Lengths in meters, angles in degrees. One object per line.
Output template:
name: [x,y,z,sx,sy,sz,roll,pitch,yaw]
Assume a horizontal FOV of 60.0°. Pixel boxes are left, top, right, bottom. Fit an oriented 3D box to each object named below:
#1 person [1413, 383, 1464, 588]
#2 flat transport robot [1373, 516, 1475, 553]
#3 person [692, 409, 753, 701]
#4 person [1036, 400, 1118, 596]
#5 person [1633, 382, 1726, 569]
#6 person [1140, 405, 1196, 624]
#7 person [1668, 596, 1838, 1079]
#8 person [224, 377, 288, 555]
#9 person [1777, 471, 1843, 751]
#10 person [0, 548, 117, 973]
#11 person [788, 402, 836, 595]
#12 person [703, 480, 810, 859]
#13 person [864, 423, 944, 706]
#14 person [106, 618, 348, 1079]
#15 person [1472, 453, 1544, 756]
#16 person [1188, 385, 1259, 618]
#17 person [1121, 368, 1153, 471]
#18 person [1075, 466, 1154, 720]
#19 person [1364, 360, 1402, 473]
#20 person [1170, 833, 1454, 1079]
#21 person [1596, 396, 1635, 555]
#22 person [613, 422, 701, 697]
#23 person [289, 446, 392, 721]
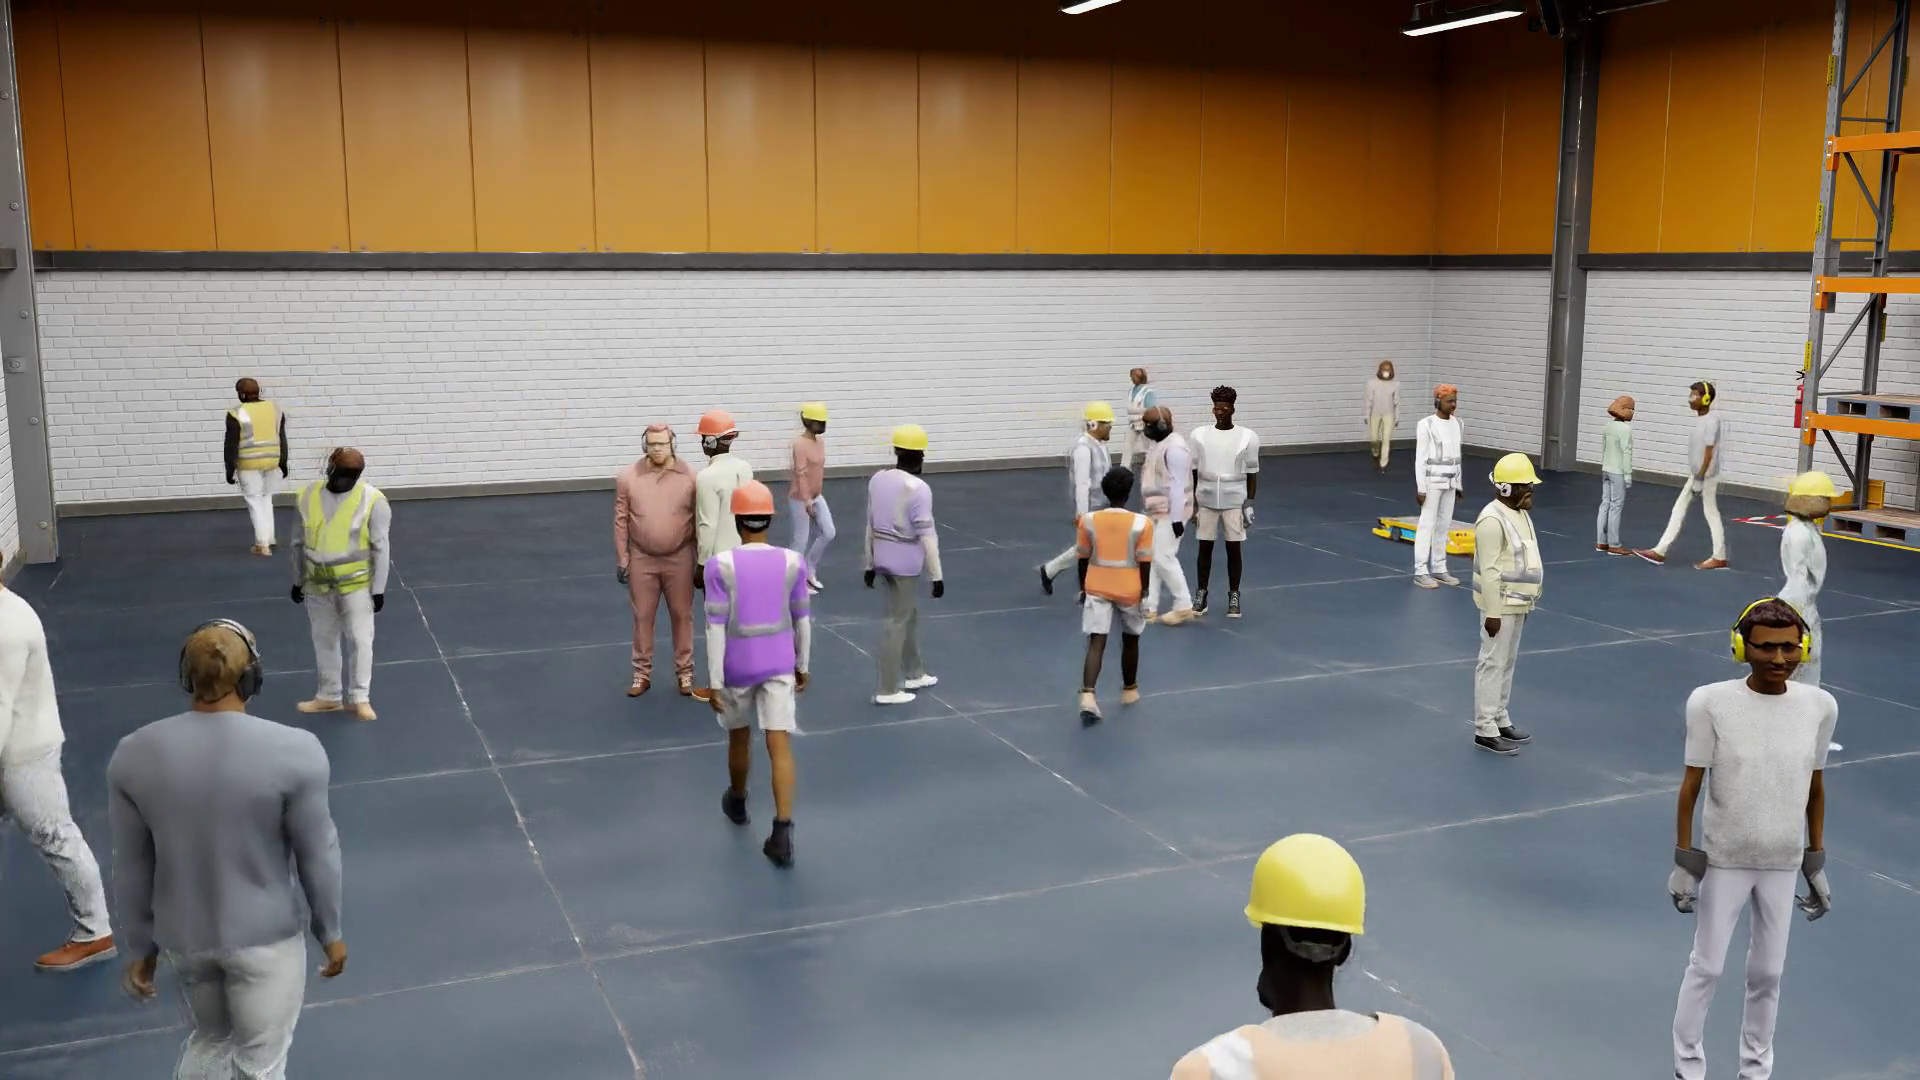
person: [4.425,-0.502,15.353,0.583,1.882,0.337,-6,11,-34]
flat transport robot: [5.088,-0.076,17.655,0.652,0.197,1.431,-4,10,-22]
person: [-1.626,0.104,11.349,0.381,1.994,0.622,4,10,21]
person: [1.066,-0.317,14.471,0.686,1.806,0.601,4,10,22]
person: [7.086,-0.614,16.187,0.913,1.830,0.555,1,9,4]
person: [1.670,-0.197,13.696,0.596,1.827,0.717,-2,10,-11]
person: [2.696,1.105,5.663,0.532,1.868,0.310,1,9,3]
person: [-7.270,-0.761,17.101,0.559,1.823,0.661,6,11,33]
person: [5.093,0.424,10.211,0.641,1.726,0.494,7,11,35]
person: [-4.010,0.906,6.794,0.960,1.898,0.655,-8,12,-40]
person: [-1.346,-0.371,14.968,0.411,1.749,0.541,5,10,26]
person: [-1.030,0.632,8.503,0.567,1.883,1.015,-3,10,-19]
person: [-0.308,0.157,11.309,0.769,1.897,0.628,-7,12,-38]
person: [-2.171,1.185,5.012,0.626,1.925,0.434,1,9,4]
person: [3.344,0.380,10.166,0.404,1.832,0.598,6,11,33]
person: [2.203,-0.325,14.033,0.606,1.966,0.367,3,10,17]
person: [2.445,-1.531,22.448,0.839,1.599,0.525,-6,11,-34]
person: [0.995,0.343,10.910,0.537,1.664,0.844,3,10,19]
person: [6.073,-1.782,23.892,0.513,1.616,0.501,3,10,16]
person: [0.641,1.513,3.122,0.599,1.892,0.584,-2,10,-12]
person: [6.769,-0.669,17.123,0.278,1.633,0.497,-1,9,-5]
person: [-2.055,0.134,11.442,0.651,1.904,0.403,-1,9,-5]
person: [-4.065,0.291,10.810,0.751,1.812,0.432,1,9,8]
